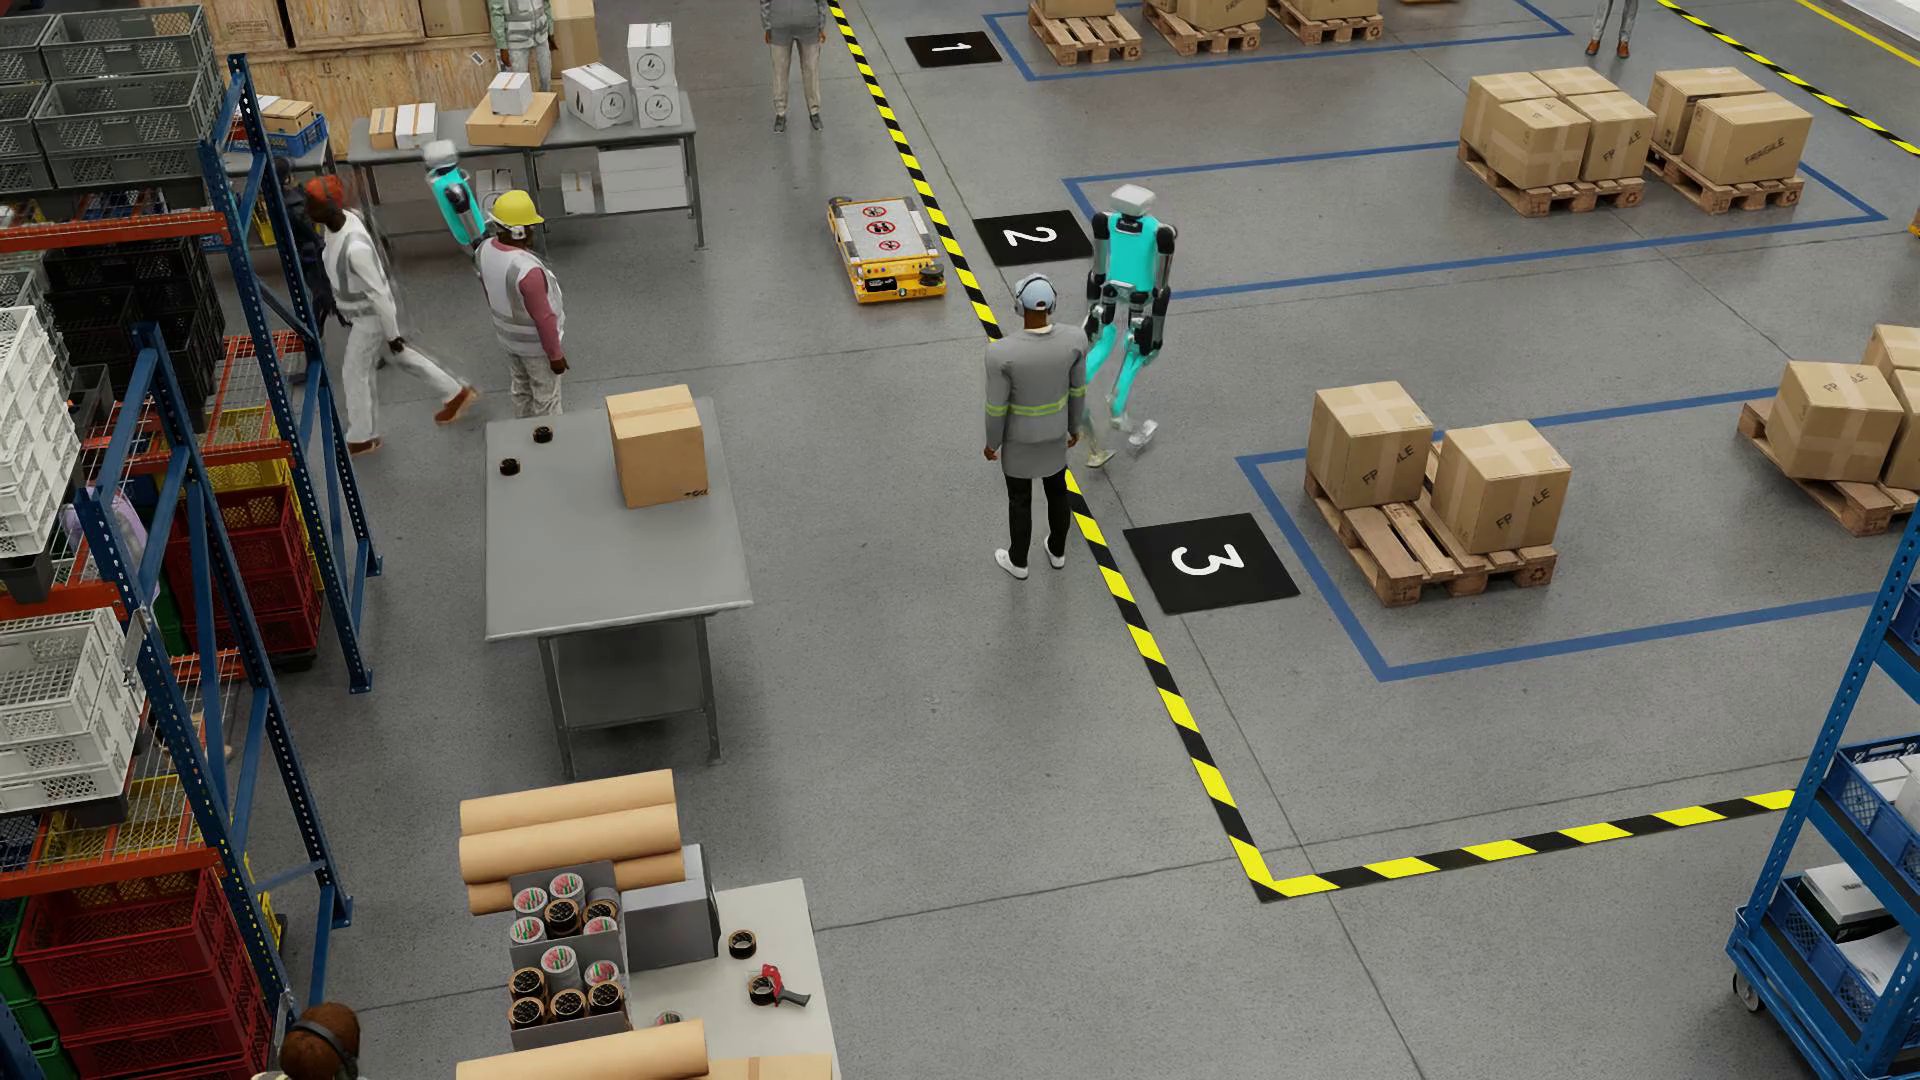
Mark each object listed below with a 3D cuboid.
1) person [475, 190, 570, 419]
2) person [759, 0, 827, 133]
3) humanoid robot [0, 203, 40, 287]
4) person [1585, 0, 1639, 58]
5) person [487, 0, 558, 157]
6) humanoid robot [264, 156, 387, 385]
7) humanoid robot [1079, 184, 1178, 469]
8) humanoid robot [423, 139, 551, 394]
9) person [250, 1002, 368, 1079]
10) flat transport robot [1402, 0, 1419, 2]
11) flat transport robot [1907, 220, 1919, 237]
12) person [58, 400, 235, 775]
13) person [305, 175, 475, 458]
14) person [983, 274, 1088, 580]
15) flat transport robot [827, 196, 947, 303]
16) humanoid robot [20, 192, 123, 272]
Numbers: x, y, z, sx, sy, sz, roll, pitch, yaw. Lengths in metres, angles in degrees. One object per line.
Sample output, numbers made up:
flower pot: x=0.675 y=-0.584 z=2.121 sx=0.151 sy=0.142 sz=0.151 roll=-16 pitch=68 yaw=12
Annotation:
person: x=-2.537 y=-1.208 z=9.875 sx=0.588 sy=1.822 sz=0.403 roll=30 pitch=46 yaw=34
person: x=-1.408 y=-4.356 z=14.154 sx=0.563 sy=1.764 sz=0.402 roll=-5 pitch=37 yaw=-7
humanoid robot: x=-5.245 y=-1.038 z=9.824 sx=0.728 sy=1.904 sz=0.541 roll=16 pitch=40 yaw=20
person: x=6.280 y=-5.470 z=15.552 sx=0.589 sy=1.883 sz=0.364 roll=10 pitch=38 yaw=14
person: x=-3.581 y=-4.151 z=13.736 sx=0.410 sy=1.939 sz=0.602 roll=25 pitch=43 yaw=29
humanoid robot: x=-4.166 y=-1.761 z=10.801 sx=0.790 sy=1.616 sz=0.609 roll=-29 pitch=45 yaw=-33
humanoid robot: x=0.887 y=-1.172 z=9.887 sx=0.552 sy=1.743 sz=0.893 roll=21 pitch=41 yaw=25
humanoid robot: x=-2.897 y=-1.778 z=10.706 sx=0.792 sy=1.761 sz=0.532 roll=-19 pitch=41 yaw=-24
person: x=-1.882 y=2.139 z=5.361 sx=0.623 sy=1.844 sz=0.431 roll=8 pitch=37 yaw=10
flat transport robot: x=4.740 y=-6.074 z=17.694 sx=0.652 sy=0.197 sz=1.431 roll=-8 pitch=37 yaw=-10
flat transport robot: x=7.920 y=-2.160 z=12.434 sx=0.652 sy=0.197 sz=1.431 roll=-13 pitch=39 yaw=-17
person: x=-3.859 y=0.231 z=7.766 sx=0.388 sy=2.034 sz=0.604 roll=-20 pitch=41 yaw=-25
person: x=-3.535 y=-1.389 z=10.104 sx=0.950 sy=1.842 sz=0.562 roll=-16 pitch=39 yaw=-20
person: x=0.391 y=-0.610 z=9.047 sx=0.589 sy=1.852 sz=0.399 roll=-13 pitch=38 yaw=-16
flat transport robot: x=-0.570 y=-2.220 z=12.538 sx=0.659 sy=0.231 sz=1.431 roll=-8 pitch=37 yaw=-10
humanoid robot: x=-5.749 y=-1.899 z=10.923 sx=0.398 sy=1.635 sz=0.583 roll=25 pitch=44 yaw=30
